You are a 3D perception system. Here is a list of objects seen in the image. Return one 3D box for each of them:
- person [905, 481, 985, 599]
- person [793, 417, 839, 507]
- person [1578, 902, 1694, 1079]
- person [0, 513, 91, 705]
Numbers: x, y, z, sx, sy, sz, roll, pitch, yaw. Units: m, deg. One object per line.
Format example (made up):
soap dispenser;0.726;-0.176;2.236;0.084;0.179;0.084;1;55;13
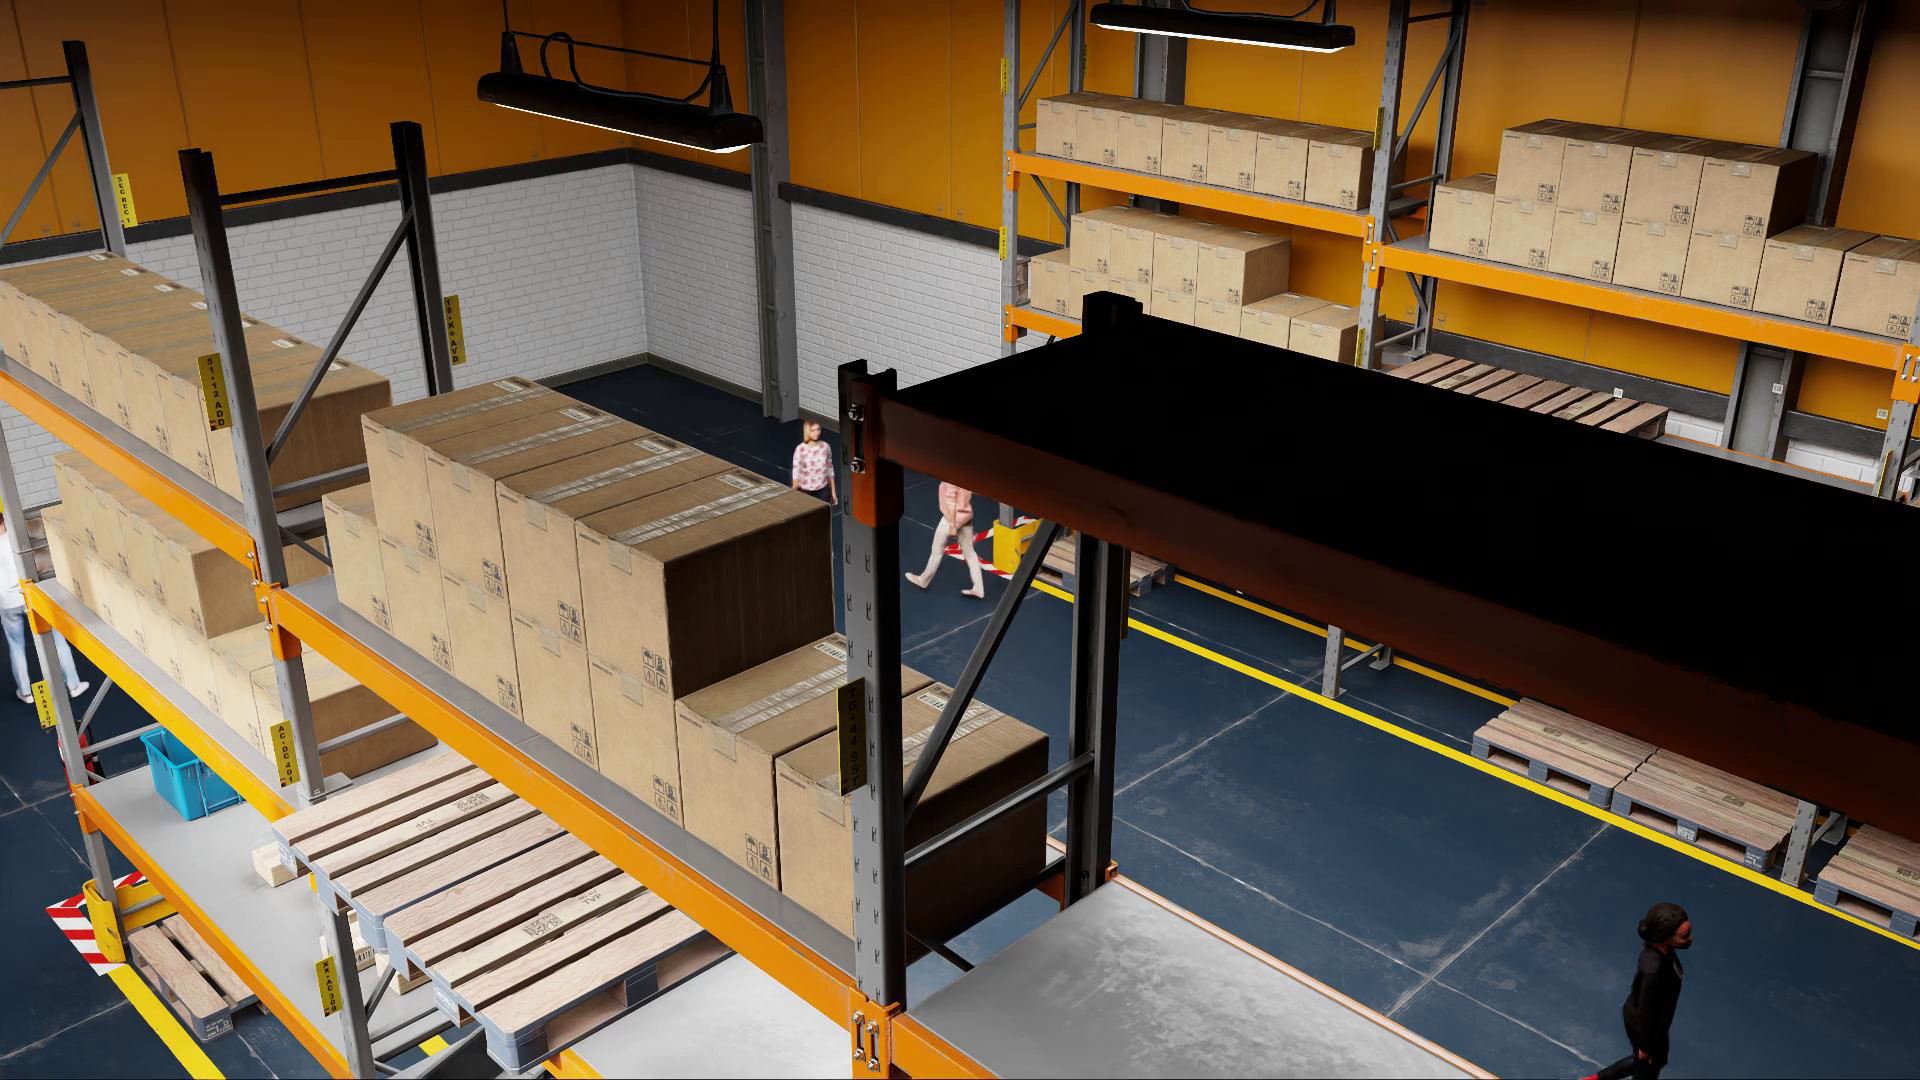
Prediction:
person;0.043;-0.193;16.387;1.119;1.687;0.805;12;26;25
person;-1.554;-0.533;17.257;0.672;1.614;0.711;-16;28;-33
person;3.899;2.778;9.622;0.855;1.662;0.736;11;26;24
person;-8.176;0.555;14.483;0.941;1.842;0.869;-12;26;-25
